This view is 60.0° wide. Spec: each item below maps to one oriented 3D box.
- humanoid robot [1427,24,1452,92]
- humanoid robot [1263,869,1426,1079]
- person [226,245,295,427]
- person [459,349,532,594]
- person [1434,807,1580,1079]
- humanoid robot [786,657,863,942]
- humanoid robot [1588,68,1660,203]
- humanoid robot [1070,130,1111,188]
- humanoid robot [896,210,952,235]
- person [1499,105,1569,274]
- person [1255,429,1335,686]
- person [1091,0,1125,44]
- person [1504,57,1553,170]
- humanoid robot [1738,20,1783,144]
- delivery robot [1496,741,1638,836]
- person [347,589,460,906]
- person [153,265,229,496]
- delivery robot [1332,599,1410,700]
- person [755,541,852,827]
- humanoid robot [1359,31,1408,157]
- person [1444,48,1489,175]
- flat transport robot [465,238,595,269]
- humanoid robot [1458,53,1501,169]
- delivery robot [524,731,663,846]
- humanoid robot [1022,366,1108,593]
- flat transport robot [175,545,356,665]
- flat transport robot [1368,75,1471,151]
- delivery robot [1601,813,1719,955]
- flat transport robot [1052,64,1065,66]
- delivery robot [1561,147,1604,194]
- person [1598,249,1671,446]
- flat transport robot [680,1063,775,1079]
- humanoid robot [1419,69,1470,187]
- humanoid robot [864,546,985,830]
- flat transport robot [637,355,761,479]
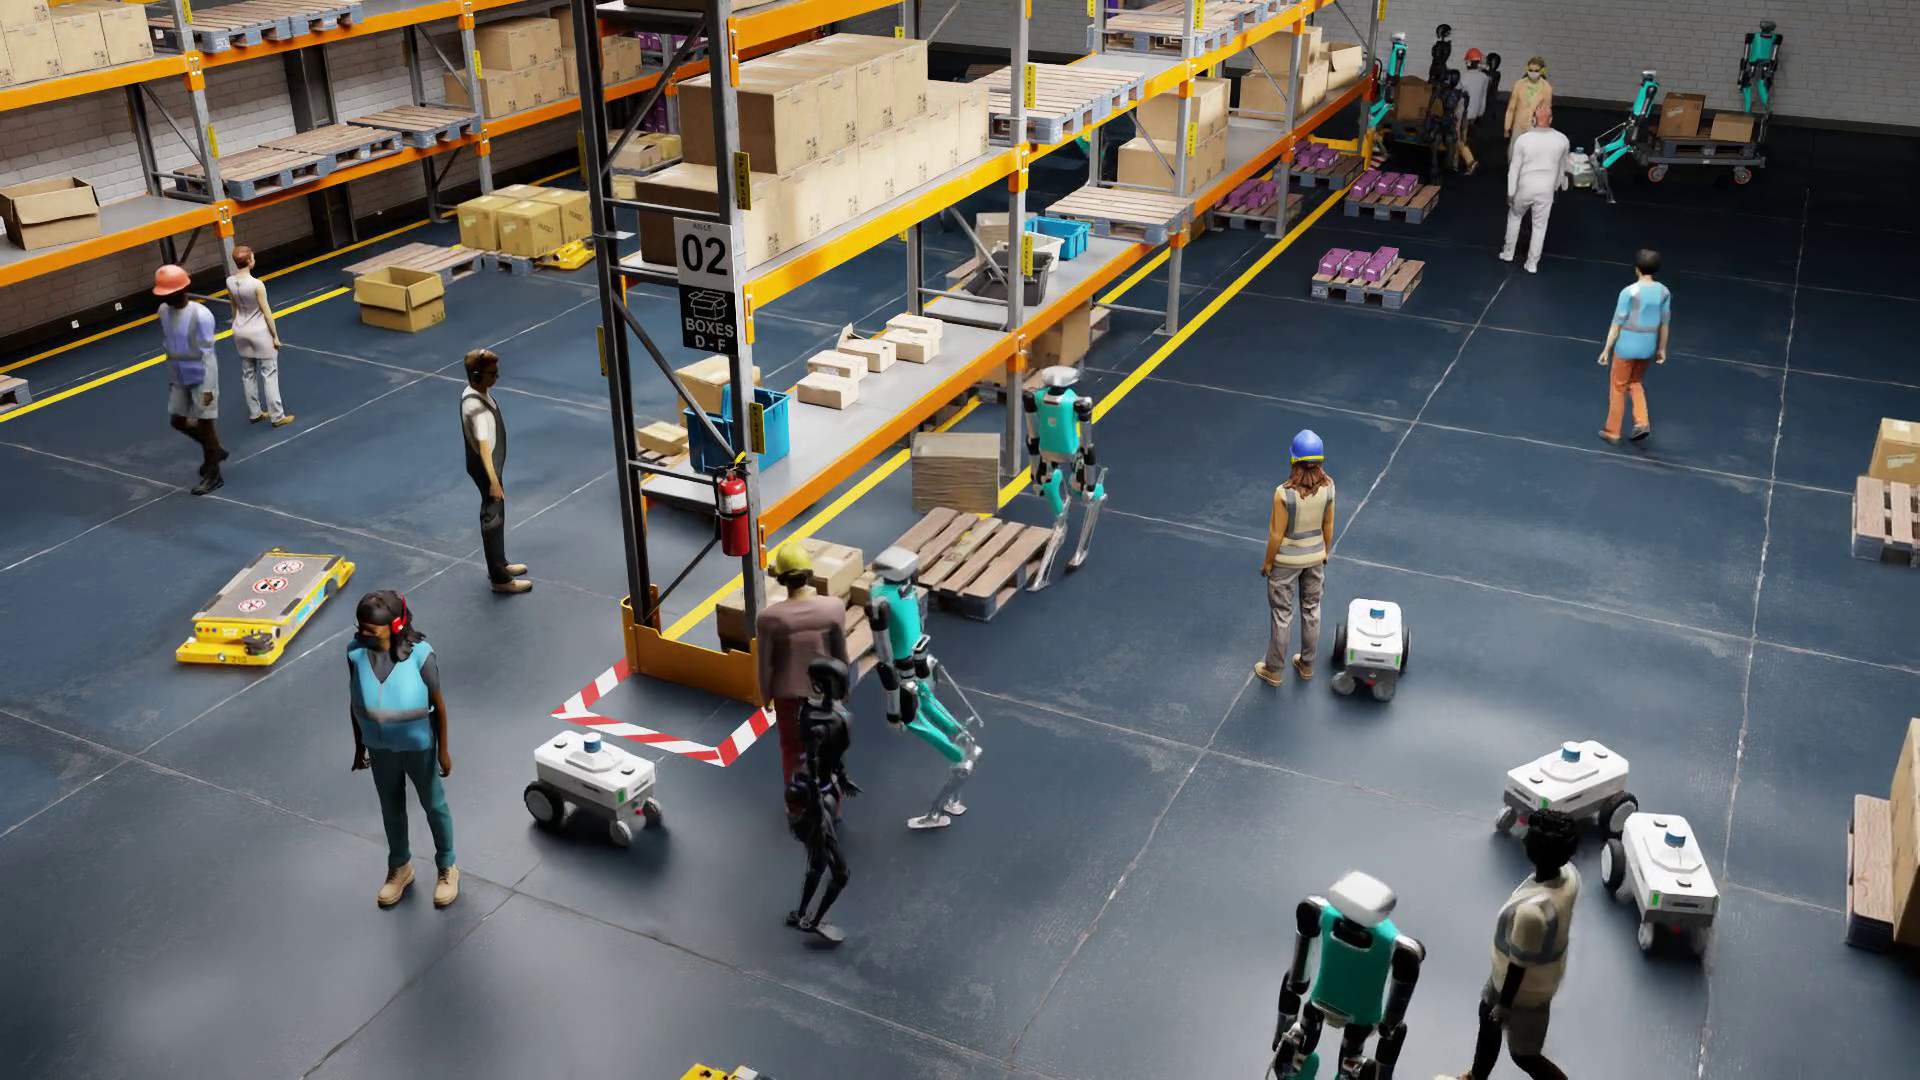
[{"bbox_3d":[7.229,-7.002,25.334,0.414,1.654,0.589,-2,26,-3],"label":"humanoid robot"},{"bbox_3d":[1.399,2.229,6.664,0.545,1.801,0.831,20,33,35],"label":"humanoid robot"},{"bbox_3d":[-6.307,-1.820,14.896,0.431,1.650,0.283,7,27,15],"label":"person"},{"bbox_3d":[-3.381,-0.498,12.013,0.346,1.841,0.505,-8,27,-16],"label":"person"},{"bbox_3d":[2.573,1.946,7.290,0.777,1.671,0.528,16,31,29],"label":"person"},{"bbox_3d":[-0.737,1.320,8.535,0.410,1.644,0.601,4,27,8],"label":"humanoid robot"},{"bbox_3d":[8.622,-5.307,21.843,0.835,1.756,0.553,5,27,11],"label":"humanoid robot"},{"bbox_3d":[1.802,-5.476,22.268,0.857,1.850,0.558,-21,33,-36],"label":"humanoid robot"},{"bbox_3d":[-0.450,-4.500,20.337,0.787,1.629,0.609,-18,32,-32],"label":"humanoid robot"},{"bbox_3d":[6.595,-4.062,19.175,0.657,1.877,0.816,2,26,4],"label":"person"},{"bbox_3d":[2.190,0.121,10.832,0.479,1.777,0.305,-9,28,-17],"label":"person"},{"bbox_3d":[2.617,-9.070,29.239,0.649,1.922,0.447,20,33,35],"label":"person"},{"bbox_3d":[7.504,-5.454,22.003,0.588,1.856,0.447,12,29,22],"label":"person"},{"bbox_3d":[12.023,-6.824,24.974,0.531,1.805,0.823,3,26,5],"label":"humanoid robot"},{"bbox_3d":[3.478,1.429,9.553,0.778,0.581,0.499,-14,30,-26],"label":"delivery robot"},{"bbox_3d":[-2.942,1.088,8.777,0.528,1.870,0.389,2,26,3],"label":"person"},{"bbox_3d":[-6.278,-1.316,13.575,0.554,1.920,0.476,10,28,19],"label":"person"},{"bbox_3d":[2.740,0.691,11.077,0.517,0.610,0.781,5,27,11],"label":"delivery robot"},{"bbox_3d":[-0.873,0.848,9.406,0.536,1.735,0.520,-5,27,-10],"label":"person"},{"bbox_3d":[6.088,-6.475,24.186,0.683,1.782,0.542,3,26,6],"label":"humanoid robot"},{"bbox_3d":[7.077,-5.972,23.198,0.567,1.724,0.723,-13,29,-25],"label":"person"},{"bbox_3d":[-5.086,-3.422,19.690,1.431,0.231,0.659,5,27,10],"label":"flat transport robot"},{"bbox_3d":[7.331,-6.023,23.378,0.589,1.626,0.620,-22,34,-37],"label":"humanoid robot"},{"bbox_3d":[-2.118,1.384,9.644,0.768,0.581,0.499,15,30,28],"label":"delivery robot"},{"bbox_3d":[0.815,-0.496,12.154,0.541,1.783,0.909,14,29,26],"label":"humanoid robot"},{"bbox_3d":[-4.928,0.454,11.860,0.659,0.231,1.431,2,26,5],"label":"flat transport robot"},{"bbox_3d":[6.912,-6.108,25.117,1.431,0.231,0.659,21,33,36],"label":"flat transport robot"},{"bbox_3d":[3.760,1.783,8.873,0.499,0.611,0.792,4,27,7],"label":"delivery robot"},{"bbox_3d":[1.352,-6.461,25.829,1.431,0.231,0.659,7,27,13],"label":"flat transport robot"},{"bbox_3d":[8.390,-5.041,22.629,0.499,0.585,0.765,-2,26,-5],"label":"delivery robot"},{"bbox_3d":[5.866,-1.649,14.437,0.549,1.748,0.414,-6,27,-12],"label":"person"},{"bbox_3d":[-0.775,2.736,7.252,1.431,0.231,0.659,14,30,26],"label":"flat transport robot"},{"bbox_3d":[6.466,-5.502,22.303,0.613,1.637,0.499,0,26,0],"label":"humanoid robot"},{"bbox_3d":[-0.134,0.881,9.305,0.751,1.743,0.545,9,28,18],"label":"humanoid robot"},{"bbox_3d":[-1.927,-0.515,13.819,1.431,0.231,0.659,19,32,33],"label":"flat transport robot"}]
